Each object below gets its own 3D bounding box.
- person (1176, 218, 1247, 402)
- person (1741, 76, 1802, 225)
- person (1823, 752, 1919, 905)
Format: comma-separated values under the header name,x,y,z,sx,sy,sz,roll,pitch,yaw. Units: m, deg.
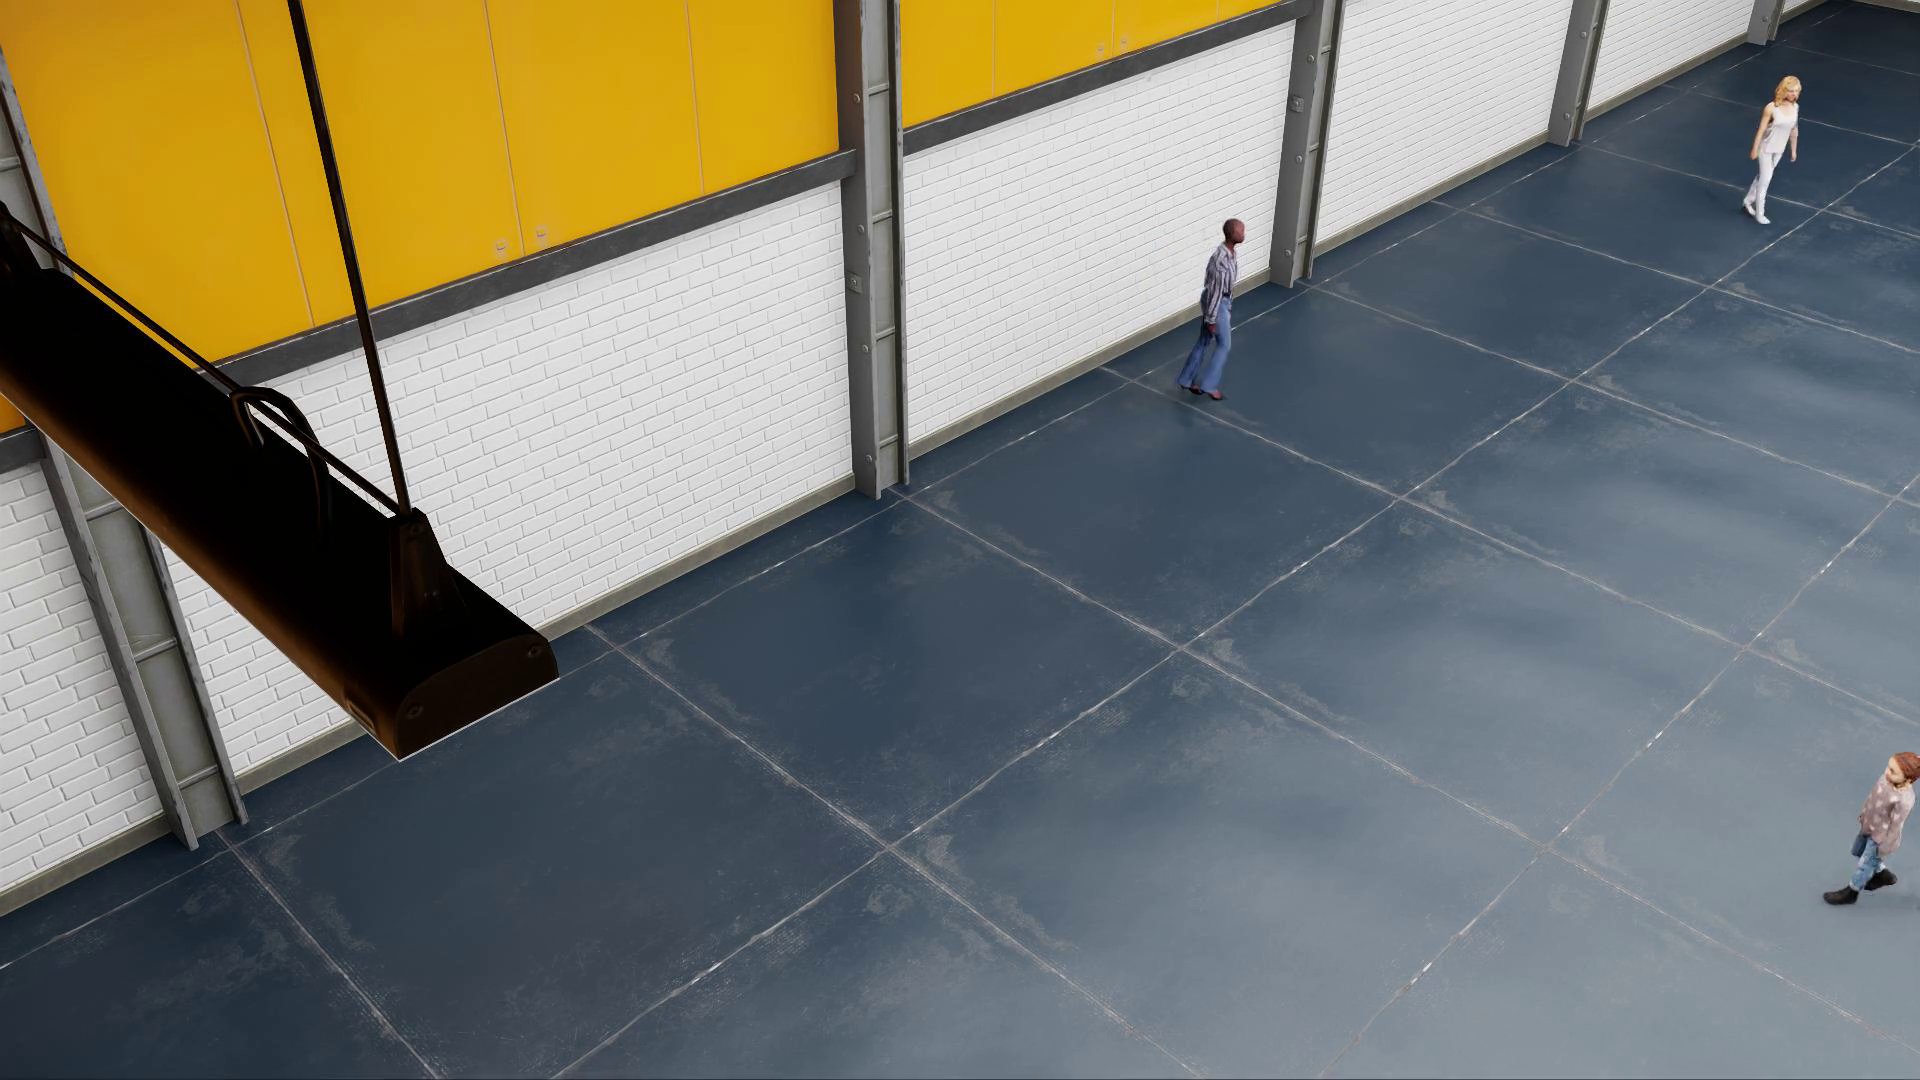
name,x,y,z,sx,sy,sz,roll,pitch,yaw
person,2.278,-2.100,15.289,0.895,1.761,0.839,9,35,13
person,9.229,-4.505,19.009,0.893,1.648,0.877,-10,35,-15
person,5.589,1.743,10.023,0.737,1.189,0.686,2,34,4
